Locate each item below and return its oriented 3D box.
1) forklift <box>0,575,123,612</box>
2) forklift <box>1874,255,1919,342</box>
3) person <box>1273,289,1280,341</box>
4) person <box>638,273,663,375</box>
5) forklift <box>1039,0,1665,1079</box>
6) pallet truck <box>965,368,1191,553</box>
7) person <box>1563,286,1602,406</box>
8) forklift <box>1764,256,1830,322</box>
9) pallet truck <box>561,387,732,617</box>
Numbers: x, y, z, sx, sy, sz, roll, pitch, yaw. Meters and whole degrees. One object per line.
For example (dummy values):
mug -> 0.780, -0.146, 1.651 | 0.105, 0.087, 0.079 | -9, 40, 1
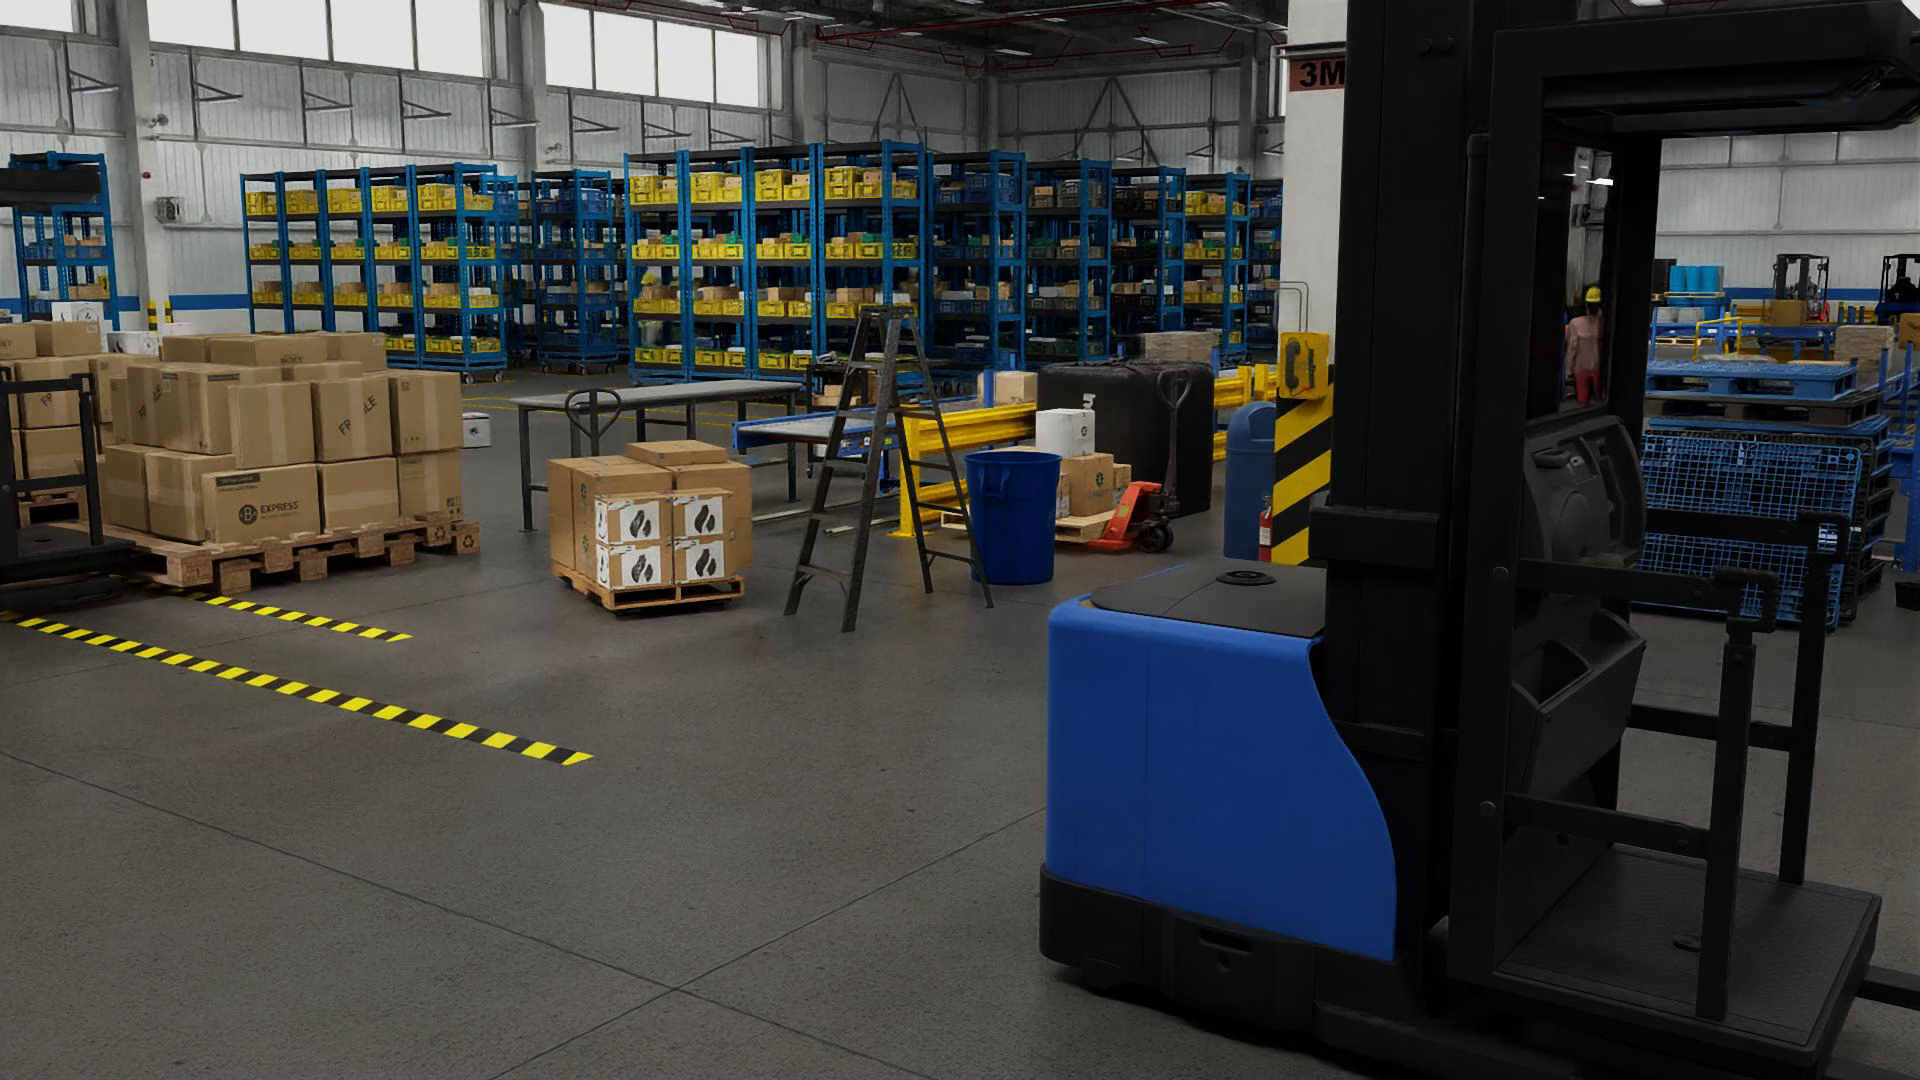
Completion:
forklift -> -5.941, -0.944, 9.165 | 1.129, 2.768, 1.873 | 7, 12, 35
forklift -> 22.089, -5.634, 38.796 | 1.157, 1.987, 2.680 | 6, 11, 33
person -> 5.132, -3.247, 25.680 | 0.602, 1.939, 0.401 | 6, 11, 30
person -> -5.494, -3.864, 29.732 | 0.602, 1.809, 0.710 | 7, 12, 37
forklift -> 1.249, -0.137, 4.360 | 1.873, 2.768, 1.129 | 7, 12, 35
pallet truck -> 0.845, -0.609, 11.869 | 1.630, 1.274, 0.653 | 7, 12, 35
person -> 7.138, -2.005, 18.904 | 0.533, 1.734, 0.836 | 4, 10, 23
forklift -> 20.253, -5.854, 40.139 | 1.157, 1.987, 2.680 | 7, 12, 35
pallet truck -> -1.981, -0.274, 10.088 | 0.680, 1.201, 1.601 | -5, 11, -28
